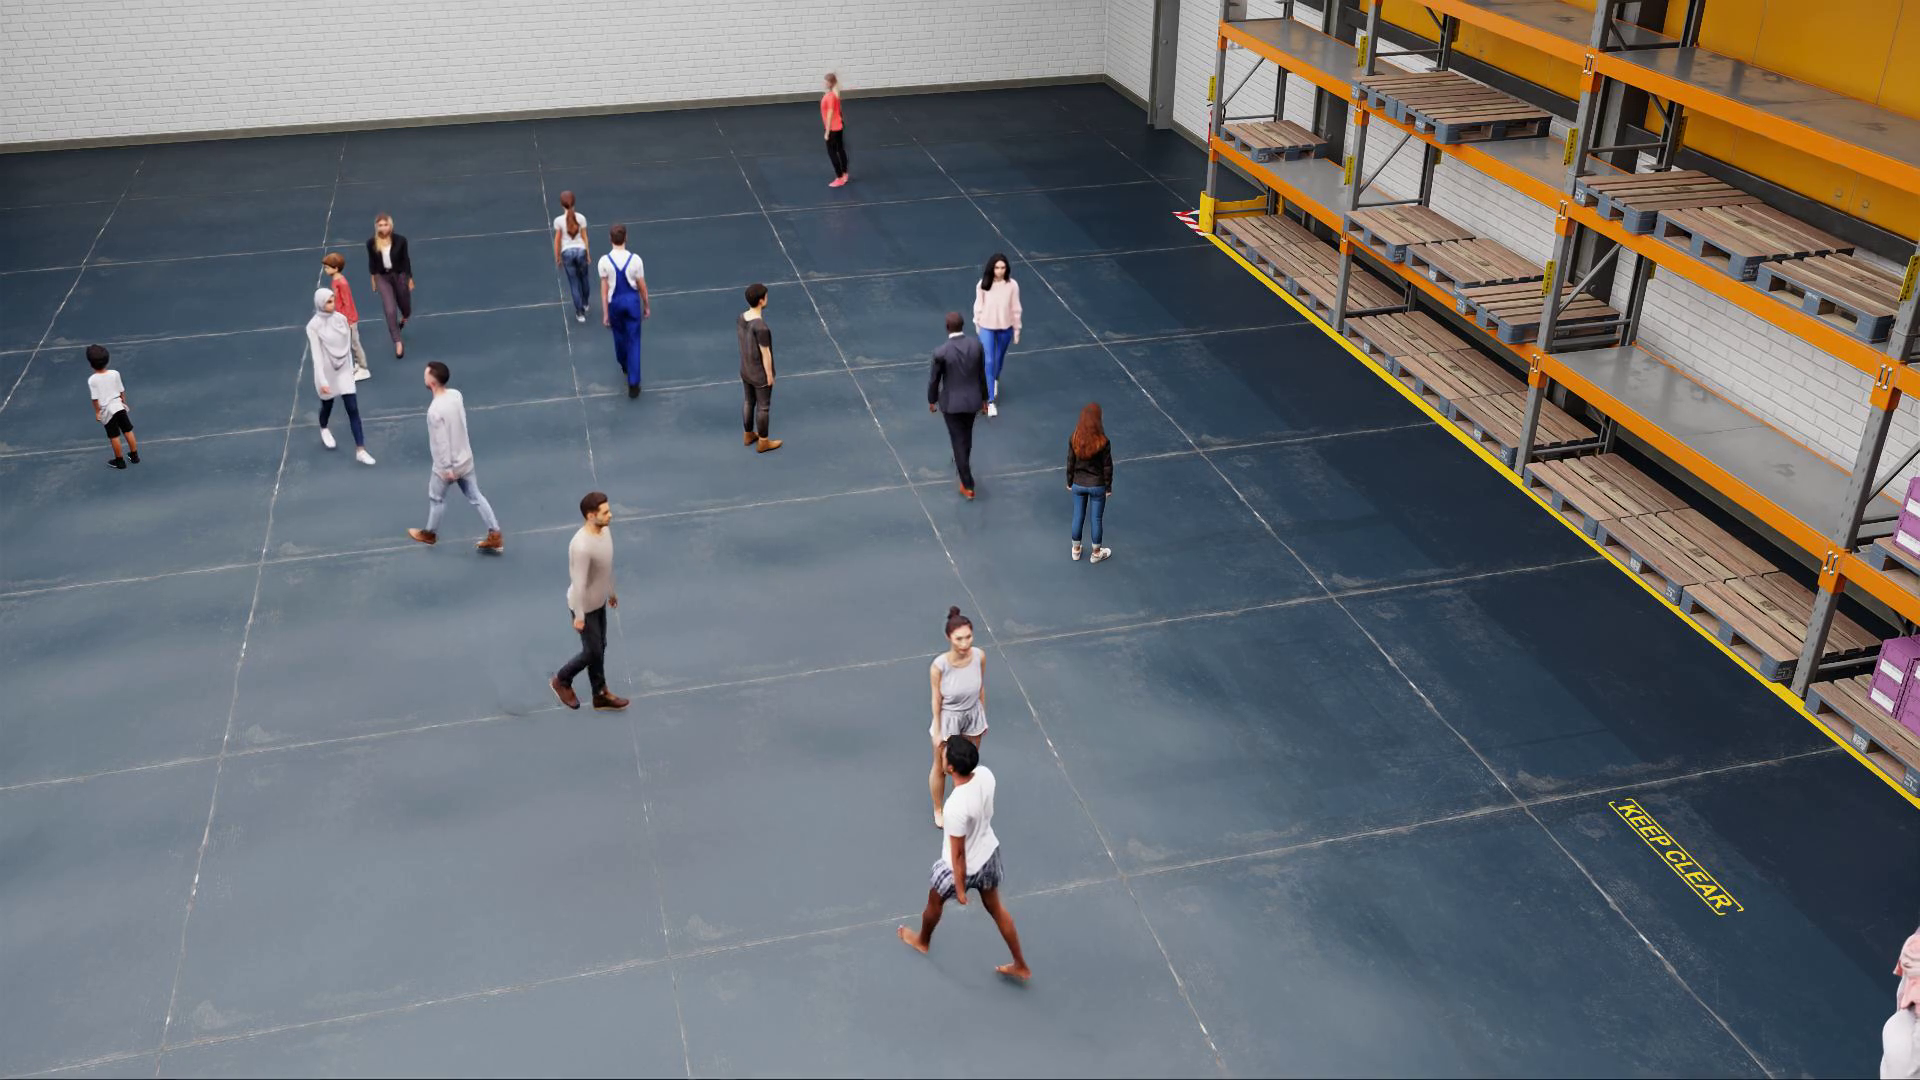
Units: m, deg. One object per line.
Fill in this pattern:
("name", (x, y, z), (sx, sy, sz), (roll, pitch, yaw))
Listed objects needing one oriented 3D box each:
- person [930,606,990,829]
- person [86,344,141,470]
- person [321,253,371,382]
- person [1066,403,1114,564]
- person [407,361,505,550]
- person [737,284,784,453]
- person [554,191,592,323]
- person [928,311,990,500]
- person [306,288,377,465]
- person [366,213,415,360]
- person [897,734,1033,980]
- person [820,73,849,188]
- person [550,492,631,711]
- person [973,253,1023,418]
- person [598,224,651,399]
("person", (-0.012, 1.207, 11.291), (0.613, 1.608, 0.582), (-14, 32, -24))
("person", (-8.306, -1.311, 16.269), (0.627, 1.261, 0.575), (19, 34, 31))
("person", (-6.694, -2.454, 18.206), (0.638, 1.413, 0.523), (-19, 34, -30))
("person", (1.129, -0.503, 14.556), (0.637, 1.483, 0.664), (10, 30, 17))
("person", (-4.365, -0.687, 14.569), (1.130, 1.794, 1.204), (7, 29, 13))
("person", (-2.032, -1.717, 16.544), (0.747, 1.711, 0.619), (-23, 36, -35))
("person", (-4.572, -3.348, 19.718), (0.578, 1.535, 0.911), (-9, 30, -16))
("person", (0.033, -1.228, 15.557), (0.783, 1.797, 1.037), (-10, 30, -18))
("person", (-6.209, -1.626, 16.351), (1.239, 1.736, 1.027), (25, 38, 38))
("person", (-6.422, -2.915, 18.822), (0.655, 1.632, 1.046), (-9, 30, -16))
("person", (0.130, 1.935, 9.878), (1.225, 1.683, 1.116), (18, 33, 30))
("person", (-1.817, -6.089, 24.601), (0.919, 1.671, 0.673), (7, 29, 13))
("person", (-2.846, 0.466, 12.399), (0.895, 1.848, 0.888), (5, 29, 8))
("person", (0.376, -2.197, 17.436), (0.854, 1.699, 1.292), (-1, 29, -1))
("person", (-3.568, -2.400, 17.696), (0.760, 1.807, 1.200), (-4, 29, -7))
